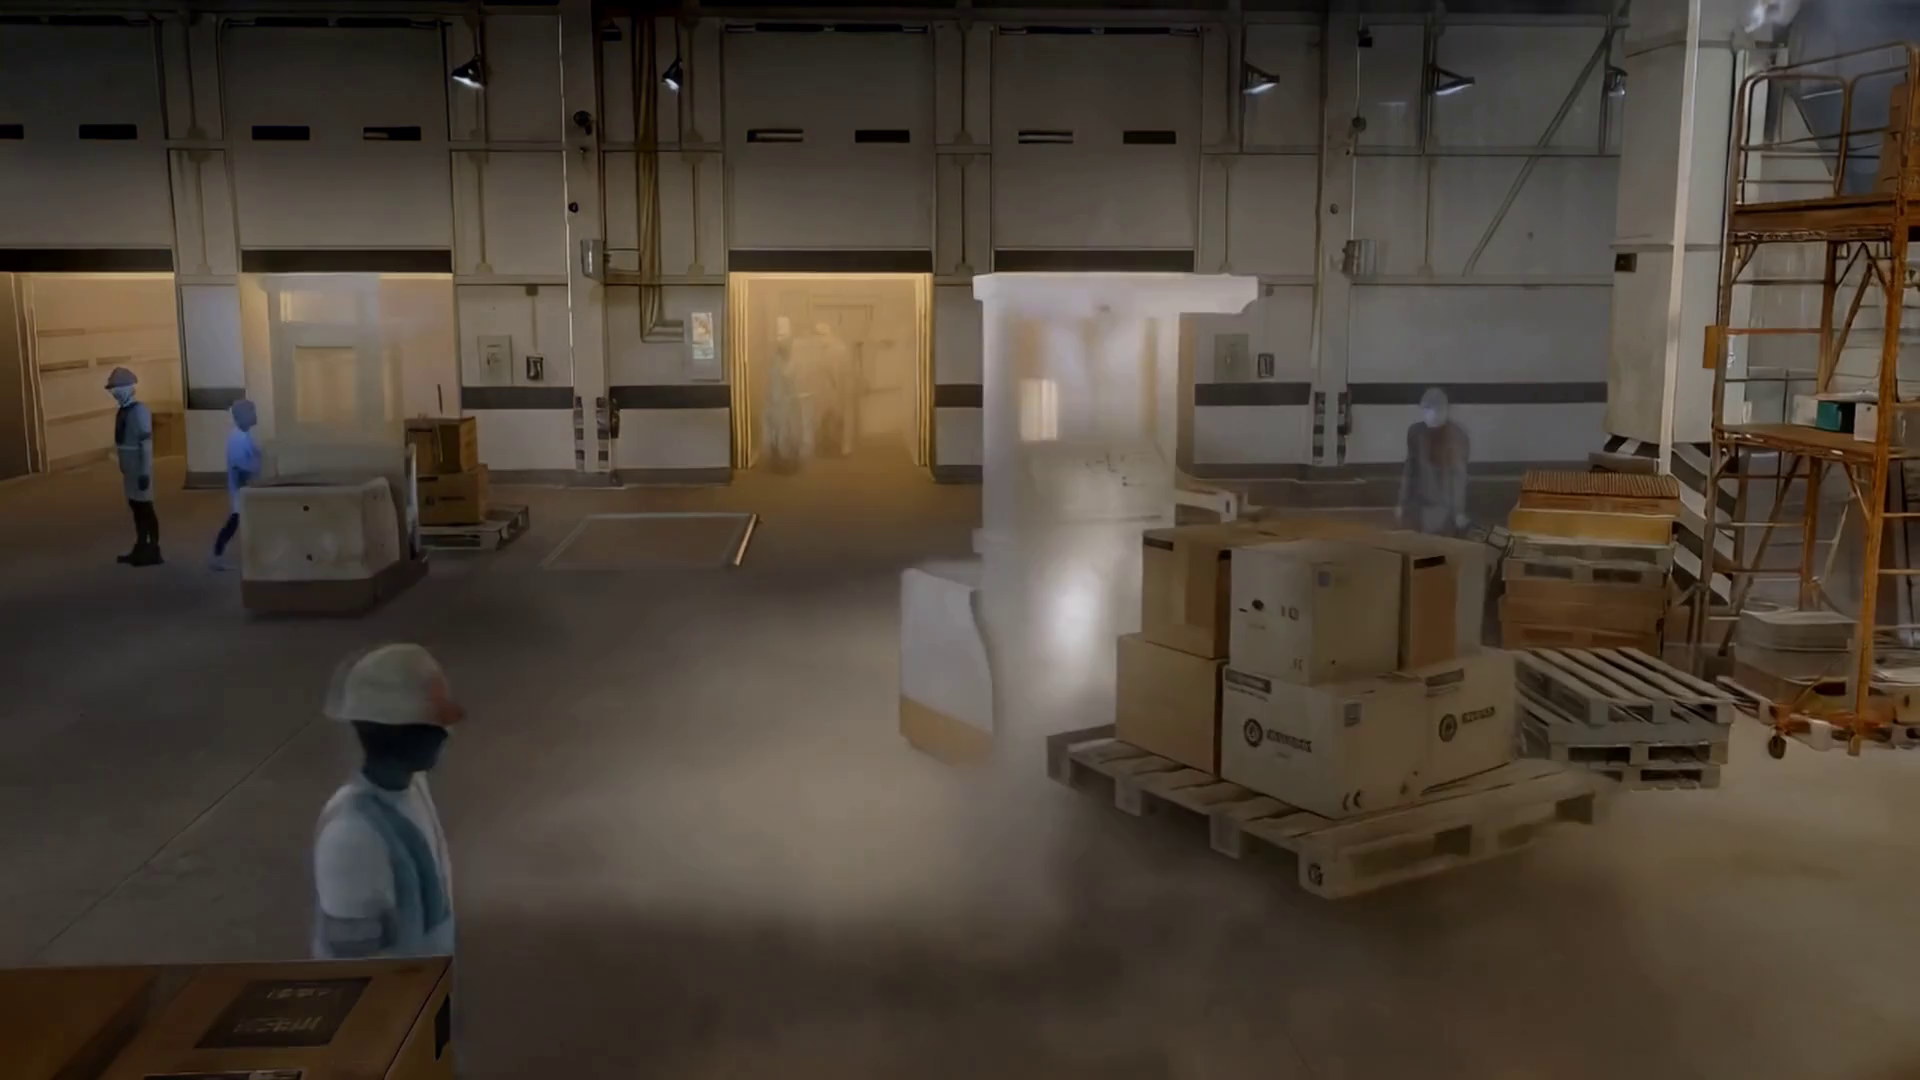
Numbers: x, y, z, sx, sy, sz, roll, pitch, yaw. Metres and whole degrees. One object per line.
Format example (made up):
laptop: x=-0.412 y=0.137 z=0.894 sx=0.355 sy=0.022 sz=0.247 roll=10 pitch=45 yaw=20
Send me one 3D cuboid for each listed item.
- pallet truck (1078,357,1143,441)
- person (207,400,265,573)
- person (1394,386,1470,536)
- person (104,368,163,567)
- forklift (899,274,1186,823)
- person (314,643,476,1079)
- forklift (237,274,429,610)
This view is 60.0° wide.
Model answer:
pallet truck: x=2.088 y=-0.836 z=16.757 sx=1.885 sy=1.965 sz=0.823 roll=2 pitch=9 yaw=13
person: x=-6.759 y=-0.499 z=15.716 sx=0.857 sy=1.659 sz=0.539 roll=-2 pitch=9 yaw=-14
person: x=3.842 y=-0.304 z=13.680 sx=0.510 sy=1.923 sz=0.630 roll=-4 pitch=10 yaw=-25
person: x=-8.023 y=-0.703 z=16.127 sx=0.549 sy=1.932 sz=0.375 roll=9 pitch=12 yaw=43
forklift: x=0.538 y=-0.090 z=9.312 sx=1.129 sy=2.768 sz=1.873 roll=-6 pitch=11 yaw=-32
person: x=-1.514 y=1.201 z=4.246 sx=0.748 sy=1.918 sz=0.550 roll=0 pitch=9 yaw=-3
forklift: x=-5.468 y=-0.903 z=14.420 sx=1.129 sy=2.768 sz=1.873 roll=-1 pitch=9 yaw=-4
